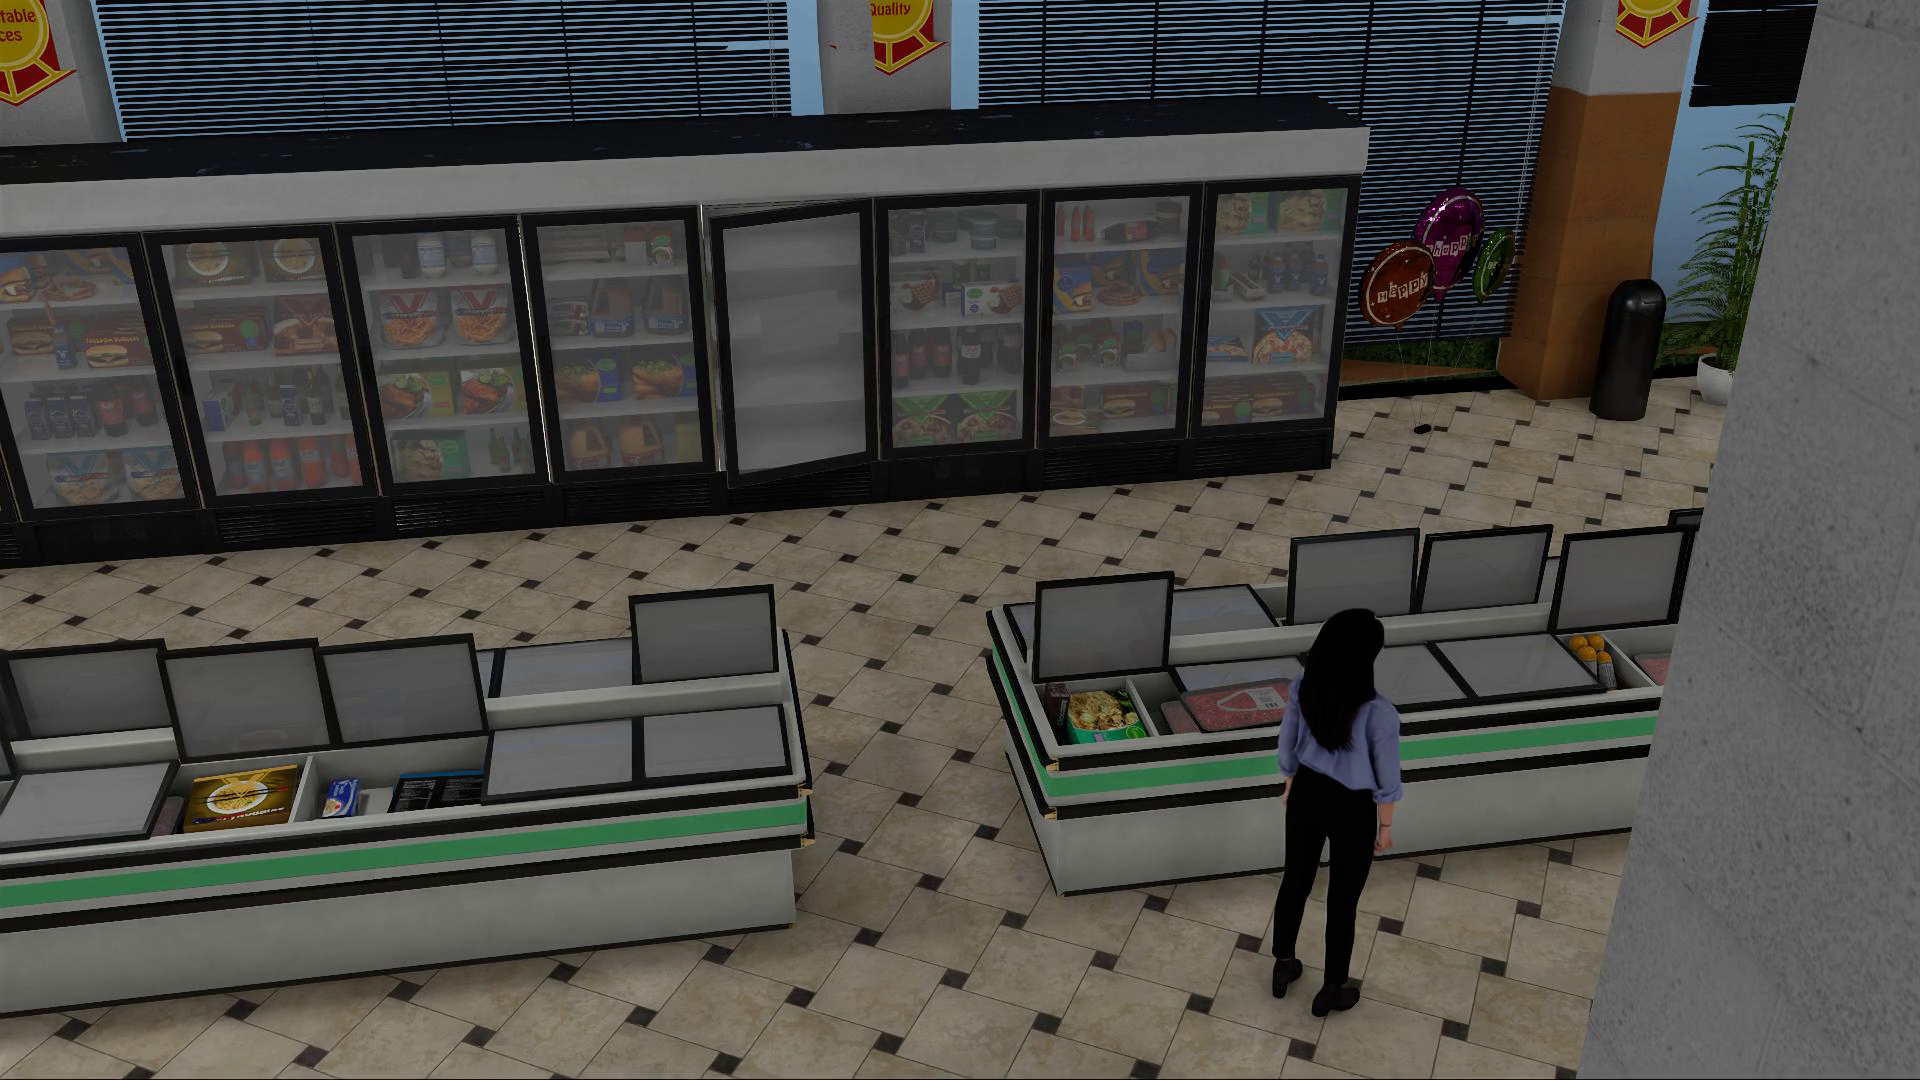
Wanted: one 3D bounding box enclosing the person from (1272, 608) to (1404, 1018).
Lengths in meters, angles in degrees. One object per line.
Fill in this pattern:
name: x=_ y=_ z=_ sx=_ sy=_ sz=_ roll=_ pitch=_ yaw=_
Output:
person: x=1.401 y=1.033 z=6.296 sx=0.735 sy=1.743 sz=0.766 roll=22 pitch=34 yaw=36
